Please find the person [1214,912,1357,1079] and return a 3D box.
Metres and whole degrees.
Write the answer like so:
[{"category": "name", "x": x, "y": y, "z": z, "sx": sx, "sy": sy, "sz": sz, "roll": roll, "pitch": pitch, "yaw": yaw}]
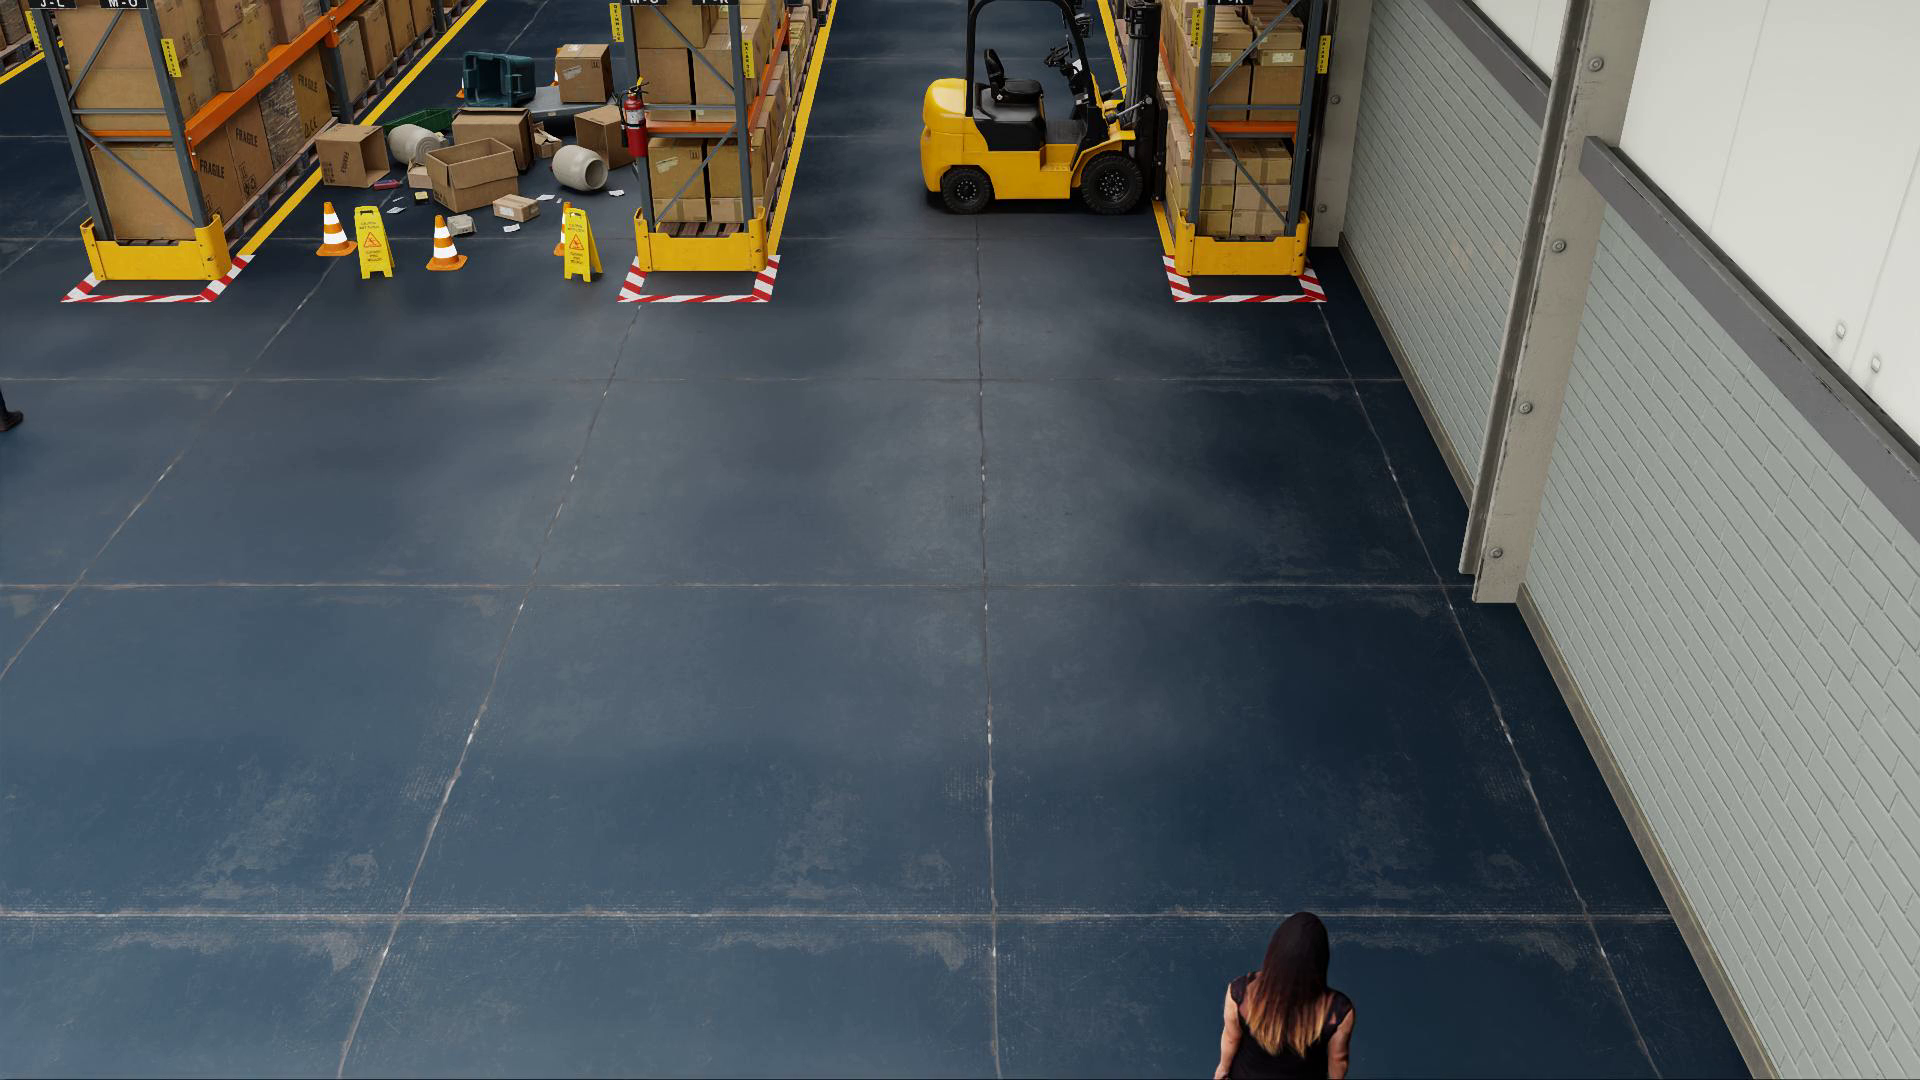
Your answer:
[{"category": "person", "x": 1.235, "y": 2.119, "z": 6.437, "sx": 0.708, "sy": 1.718, "sz": 0.667, "roll": 7, "pitch": 33, "yaw": 10}]
